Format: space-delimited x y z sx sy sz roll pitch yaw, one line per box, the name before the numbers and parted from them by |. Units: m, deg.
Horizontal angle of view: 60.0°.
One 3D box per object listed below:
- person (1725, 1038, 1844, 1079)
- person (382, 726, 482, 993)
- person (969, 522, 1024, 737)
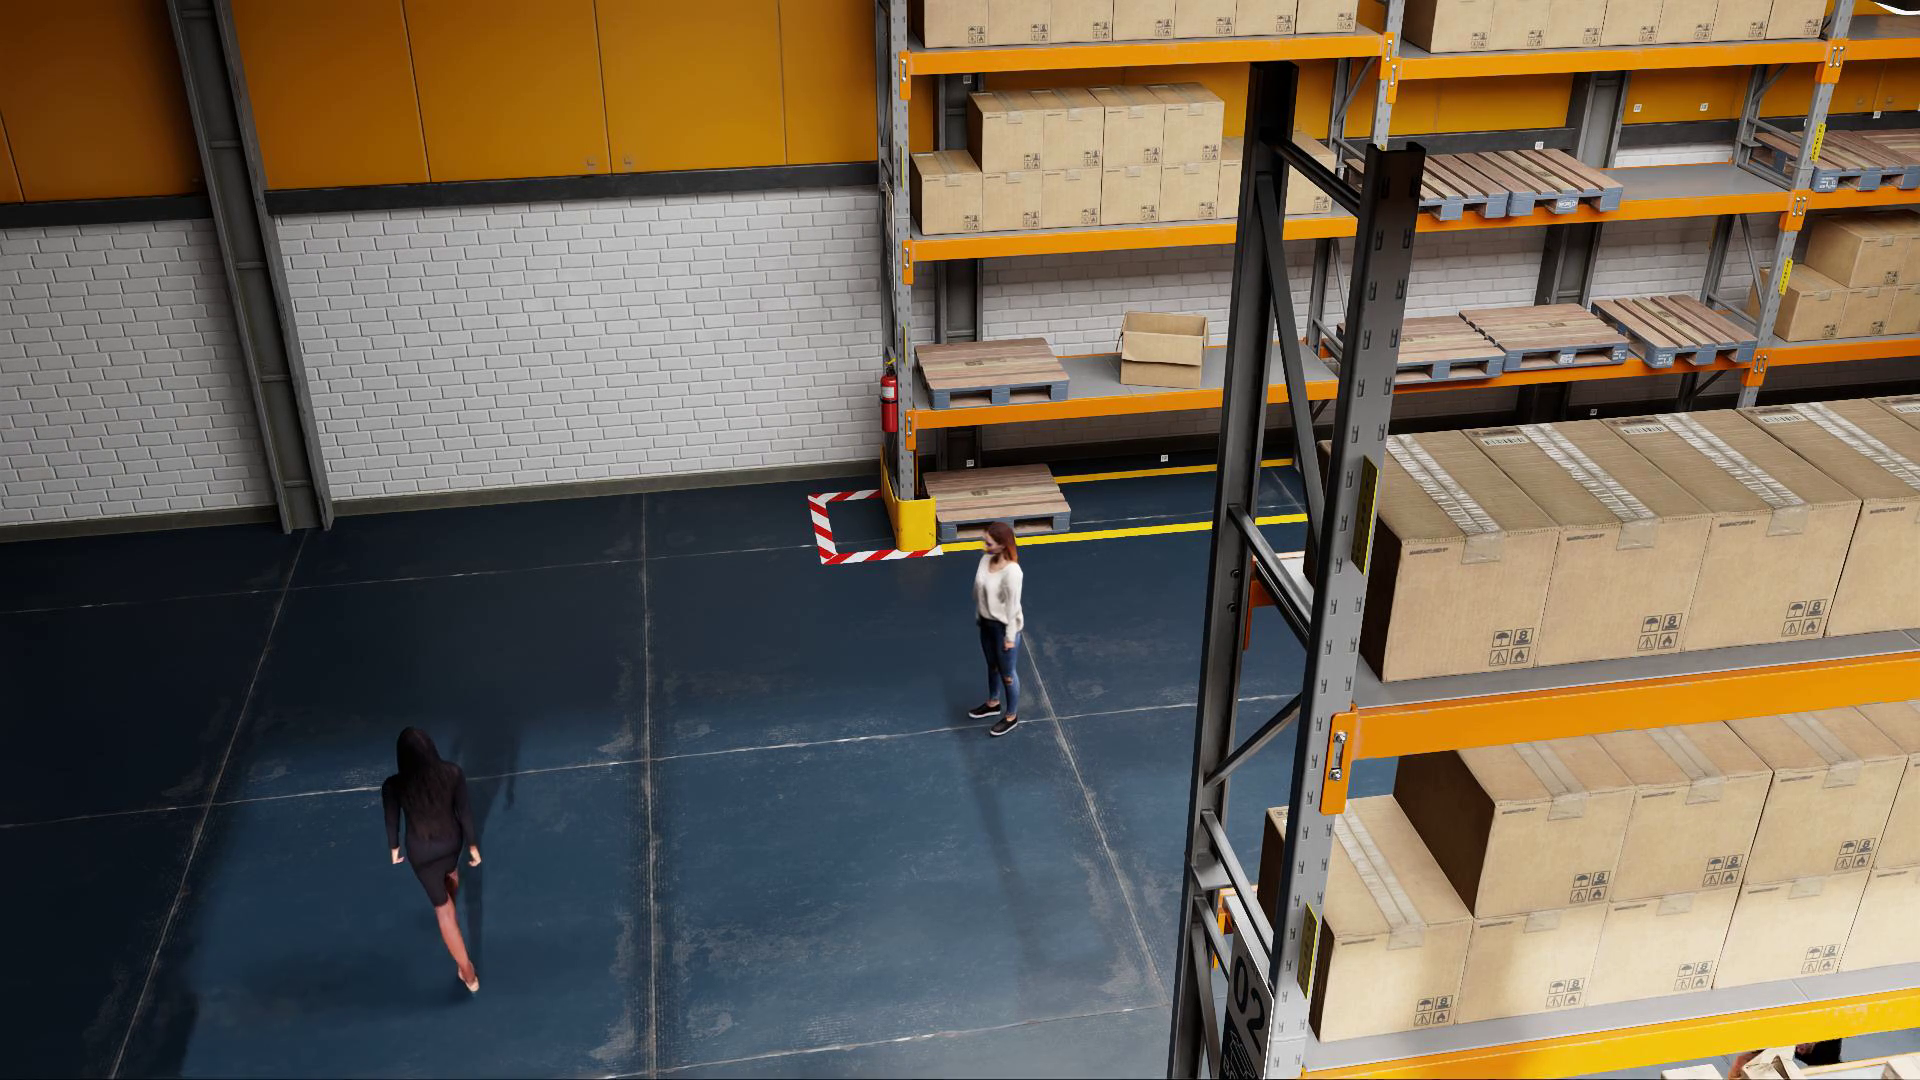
person | 4.498 2.423 8.642 1.085 1.705 0.676 -3 29 -6
person | -3.022 1.879 9.685 1.202 1.662 0.961 -15 32 -25
person | 0.285 0.614 11.971 0.668 1.693 0.688 -16 32 -27
